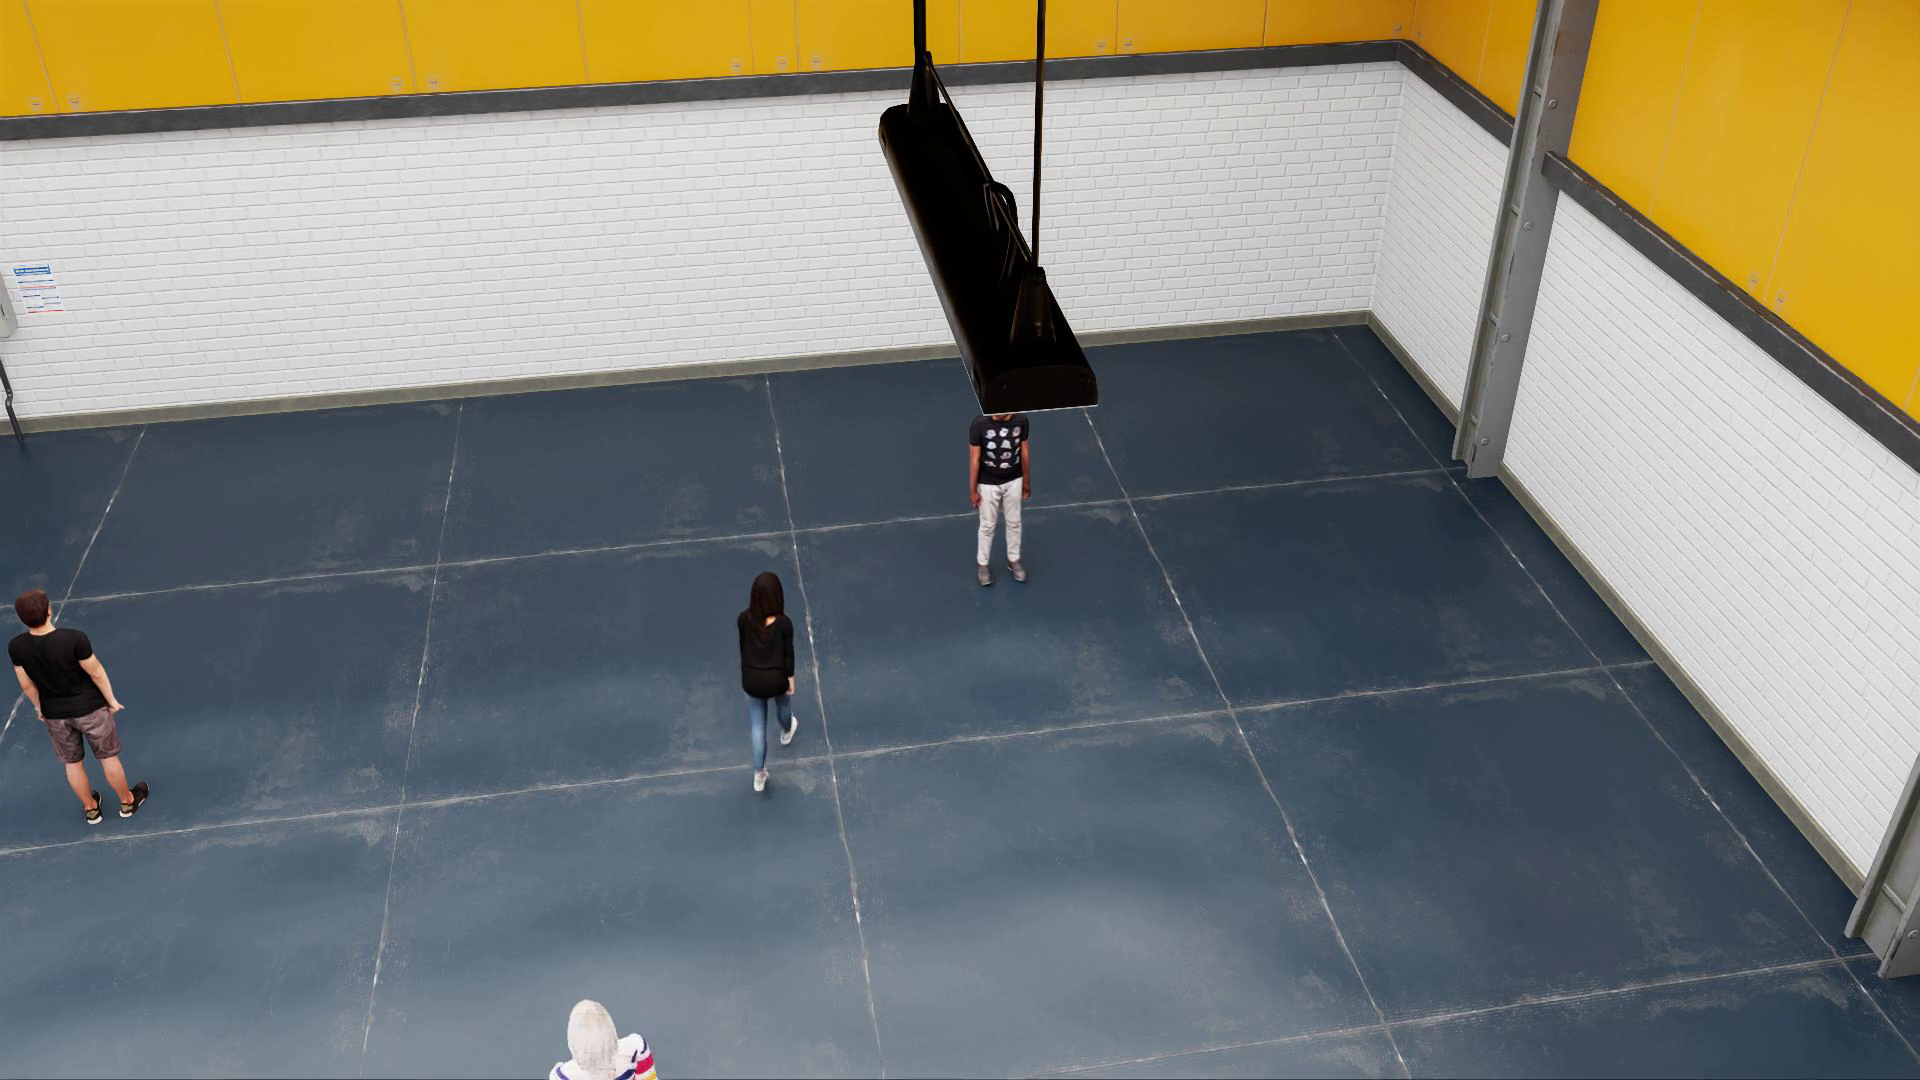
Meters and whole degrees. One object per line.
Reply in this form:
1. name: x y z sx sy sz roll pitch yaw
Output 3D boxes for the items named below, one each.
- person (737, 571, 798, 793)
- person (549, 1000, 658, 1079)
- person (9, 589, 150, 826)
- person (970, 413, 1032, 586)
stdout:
1. person: -1.348 0.981 11.397 0.757 1.614 1.106 3 34 4
2. person: -1.690 2.978 8.229 0.765 1.794 0.795 -17 37 -23
3. person: -5.872 1.101 10.991 0.675 1.863 0.588 -8 34 -11
4. person: 0.322 -0.477 13.420 0.667 1.801 0.607 -7 34 -11
